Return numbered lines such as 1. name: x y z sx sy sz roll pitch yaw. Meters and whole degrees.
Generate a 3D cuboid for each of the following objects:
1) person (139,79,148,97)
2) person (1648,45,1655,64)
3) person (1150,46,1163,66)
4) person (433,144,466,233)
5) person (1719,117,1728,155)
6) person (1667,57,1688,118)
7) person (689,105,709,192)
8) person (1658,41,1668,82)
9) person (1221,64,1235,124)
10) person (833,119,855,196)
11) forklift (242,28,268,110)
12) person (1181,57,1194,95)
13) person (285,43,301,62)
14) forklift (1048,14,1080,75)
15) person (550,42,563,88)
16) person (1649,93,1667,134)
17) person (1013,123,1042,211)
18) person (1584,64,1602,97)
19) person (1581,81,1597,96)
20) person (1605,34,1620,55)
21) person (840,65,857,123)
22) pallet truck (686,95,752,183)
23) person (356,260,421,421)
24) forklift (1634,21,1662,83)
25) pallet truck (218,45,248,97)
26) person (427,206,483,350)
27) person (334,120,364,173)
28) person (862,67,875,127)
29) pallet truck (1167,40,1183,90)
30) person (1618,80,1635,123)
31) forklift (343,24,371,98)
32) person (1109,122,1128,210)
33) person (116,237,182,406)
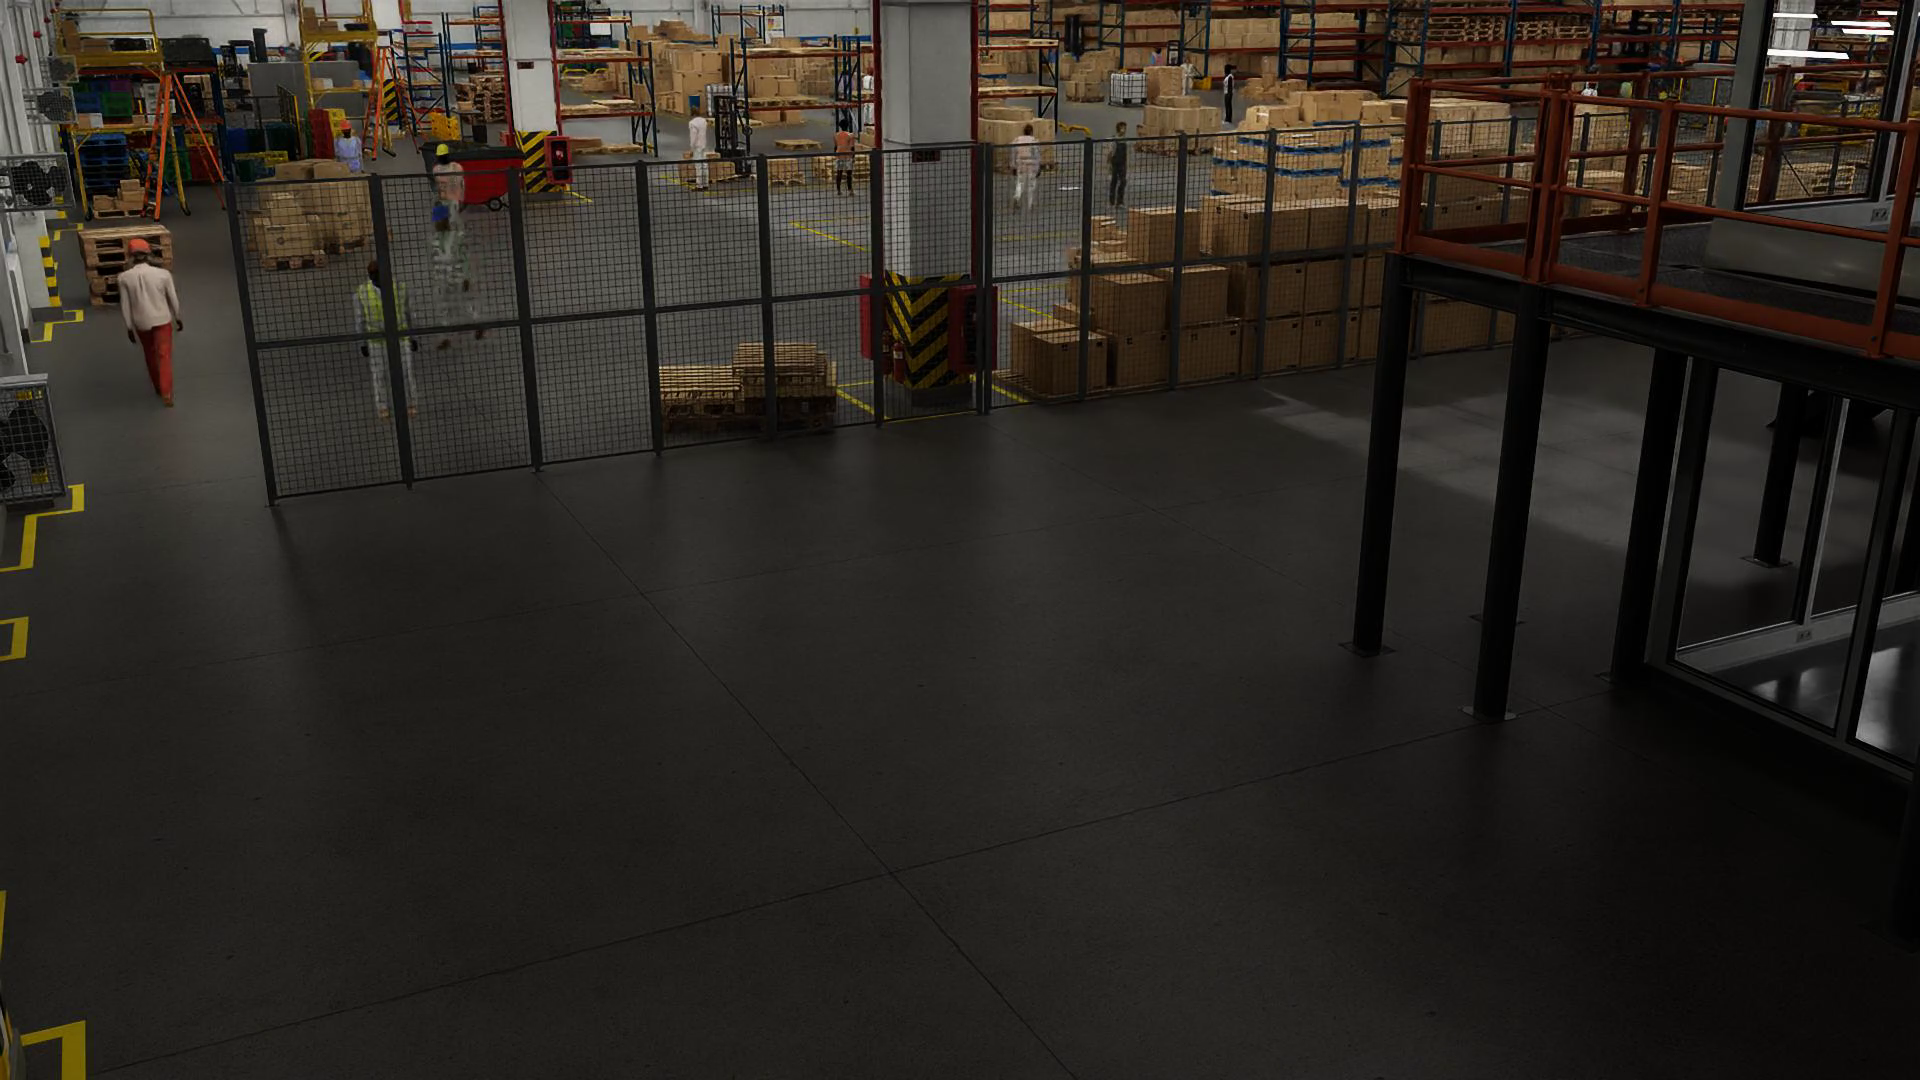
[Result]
1. person: -25.149 -13.425 51.475 0.515 1.634 0.314 9 21 24
2. person: 30.960 -21.440 74.773 0.501 1.586 0.859 -9 21 -24
3. person: 8.160 -19.405 68.539 0.659 1.801 0.913 -10 21 -26
4. person: -9.248 -6.204 30.119 0.614 1.909 0.418 6 20 18
5. person: 16.169 -7.954 35.159 0.370 1.932 0.543 10 21 26
6. person: 24.451 -15.432 56.749 0.623 1.988 0.393 6 20 16
7. person: -5.985 -8.943 38.021 0.352 1.933 0.634 7 20 20
8. person: 31.086 -21.119 73.378 0.682 1.890 0.426 -6 20 -18
9. person: 8.770 -14.555 54.319 0.399 1.916 0.590 0 19 -1
10. person: -2.602 -8.615 37.446 0.535 1.693 0.321 7 20 19
11. forklift: -24.981 -16.906 59.677 1.873 2.768 1.129 -9 21 -25
12. person: 8.754 -17.741 63.986 0.552 1.618 0.550 -3 19 -8
13. person: -27.983 -19.898 69.891 0.653 1.855 1.133 -12 22 -32
14. forklift: 5.198 -23.200 77.924 1.873 2.768 1.129 -9 21 -25
15. person: -17.177 -20.207 70.747 0.664 1.893 0.887 2 19 7
16. person: 18.843 -11.168 44.799 0.537 1.730 0.886 4 19 12
17. person: 1.394 -7.801 34.879 0.642 1.824 0.628 8 21 22
18. person: 19.823 -13.869 52.143 0.538 2.000 0.689 2 19 5
19. person: 18.050 -12.292 47.726 0.356 1.938 0.545 -10 21 -27
20. person: 29.995 -22.265 76.561 0.635 1.989 1.038 -8 21 -23
21. person: -3.590 -14.531 54.305 0.592 1.872 0.967 9 21 24
22. pallet truck: -5.836 -9.608 39.856 0.823 1.965 1.885 10 22 27
23. person: -6.477 -2.268 18.845 0.644 1.824 0.429 -5 20 -14
24. forklift: 27.666 -19.699 67.773 1.873 2.768 1.129 -9 21 -25
25. pallet truck: -28.879 -18.665 66.111 0.823 1.965 1.885 -3 19 -9
26. person: -6.843 -3.569 22.473 0.610 1.920 0.829 4 19 12
27. person: -12.622 -7.706 34.429 0.543 1.939 0.362 -8 21 -22
28. person: -2.908 -14.263 53.541 0.574 1.877 0.354 17 26 41
29. pallet truck: 9.045 -19.971 69.895 0.823 1.965 1.885 -3 19 -8
30. person: 21.781 -14.443 54.441 0.419 1.619 0.505 -11 22 -29
31. forklift: -23.409 -18.630 64.674 1.129 2.768 1.873 13 23 33
32. person: 3.377 -7.921 35.207 0.542 1.831 0.421 -16 25 -39
33. person: -9.473 -2.563 19.491 0.608 1.962 0.979 -5 20 -15
